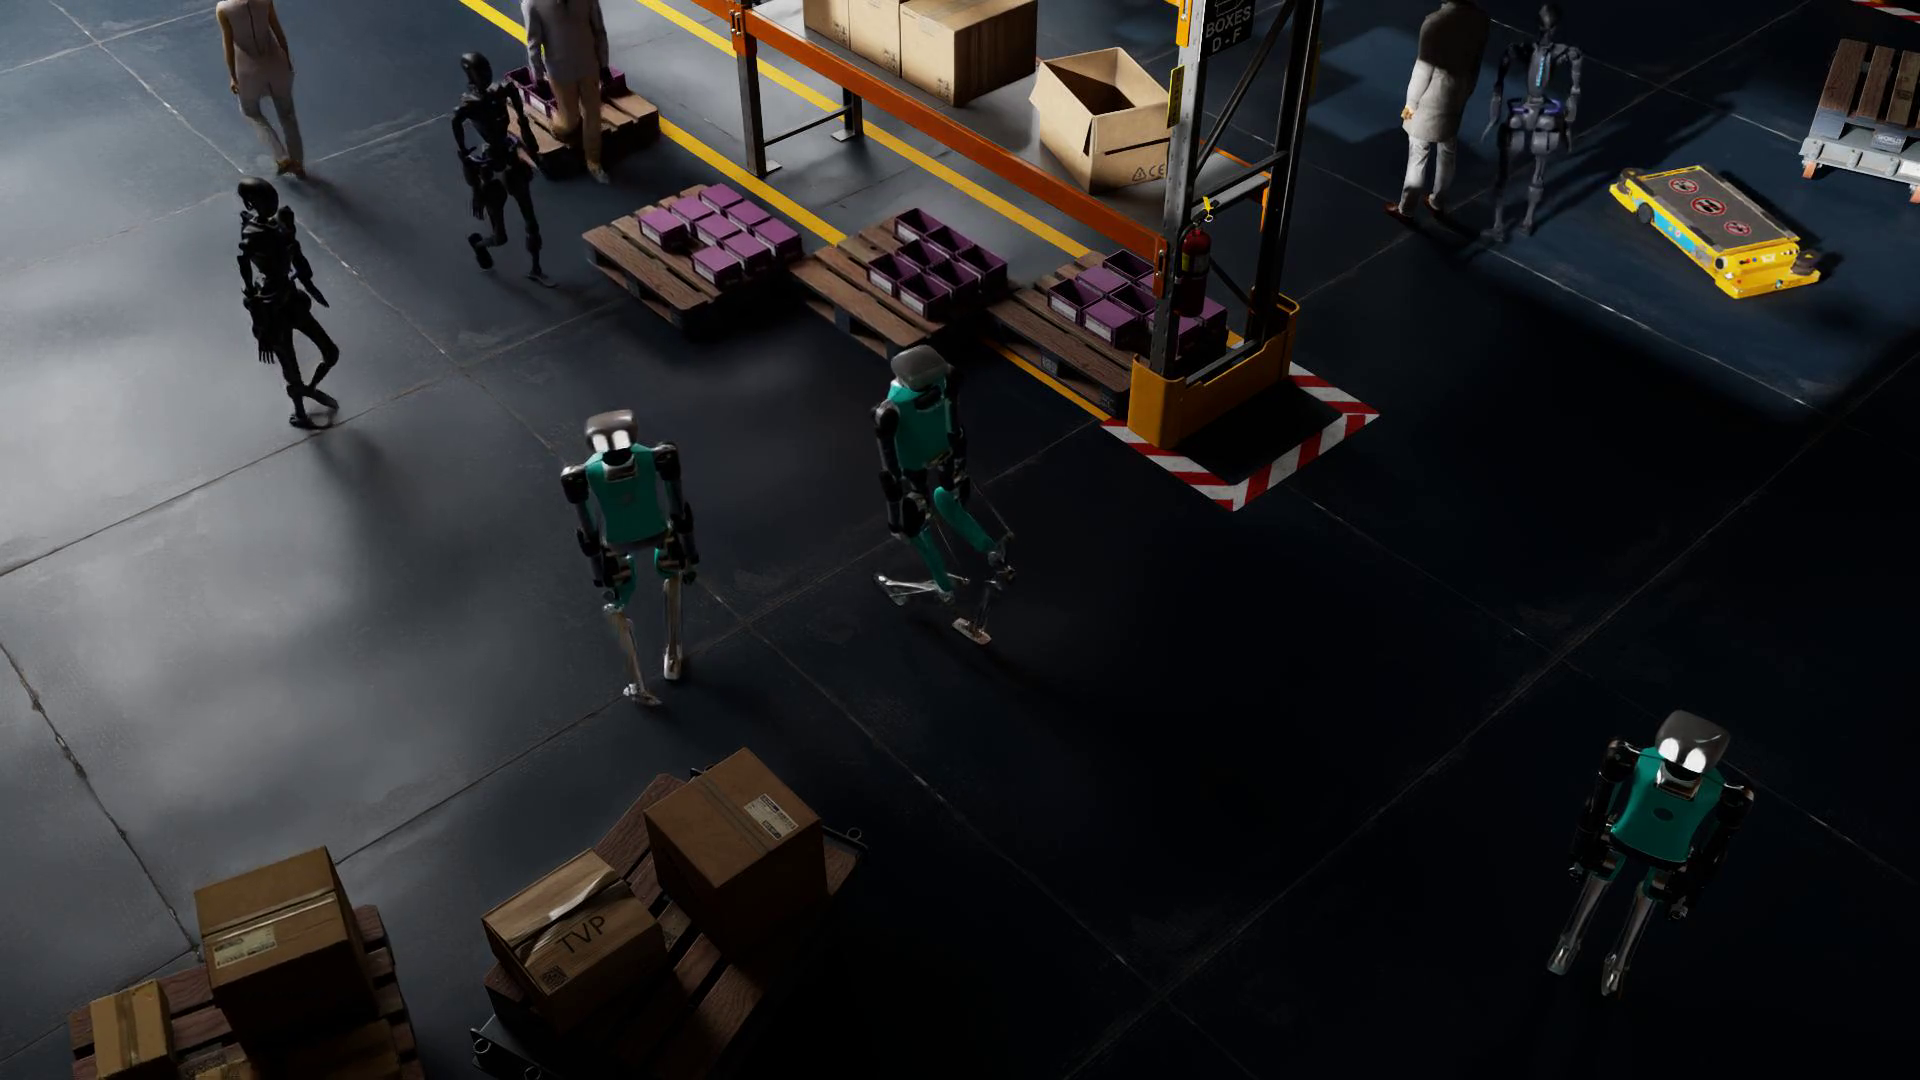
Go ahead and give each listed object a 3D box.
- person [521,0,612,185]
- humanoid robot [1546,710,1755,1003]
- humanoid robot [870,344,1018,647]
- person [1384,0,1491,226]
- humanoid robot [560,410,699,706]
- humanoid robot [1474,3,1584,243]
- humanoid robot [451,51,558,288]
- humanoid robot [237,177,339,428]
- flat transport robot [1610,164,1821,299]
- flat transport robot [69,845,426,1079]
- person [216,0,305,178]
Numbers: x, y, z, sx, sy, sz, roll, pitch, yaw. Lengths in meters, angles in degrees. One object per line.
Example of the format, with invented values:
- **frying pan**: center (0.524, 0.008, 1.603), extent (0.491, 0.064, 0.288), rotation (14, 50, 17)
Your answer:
- **person**: center (-2.740, -3.343, 11.649), extent (0.556, 1.732, 0.504), rotation (-24, 48, -24)
- **humanoid robot**: center (2.751, 1.176, 6.653), extent (0.531, 1.690, 0.710), rotation (21, 47, 22)
- **humanoid robot**: center (-0.063, -0.134, 8.156), extent (1.002, 1.732, 0.547), rotation (34, 52, 31)
- **person**: center (3.218, -2.978, 11.184), extent (0.502, 1.830, 0.365), rotation (-12, 44, -13)
- **humanoid robot**: center (-1.554, 0.006, 7.999), extent (0.563, 1.789, 0.680), rotation (-11, 44, -11)
- **humanoid robot**: center (3.809, -2.772, 11.092), extent (0.591, 1.643, 0.469), rotation (10, 44, 11)
- **humanoid robot**: center (-2.966, -2.394, 10.669), extent (0.571, 1.641, 0.589), rotation (29, 50, 28)
- **humanoid robot**: center (-3.871, -1.337, 9.504), extent (0.345, 1.643, 0.609), rotation (8, 43, 9)
- **flat transport robot**: center (5.182, -2.163, 11.447), extent (0.659, 0.231, 1.431), rotation (-12, 44, -13)
- **flat transport robot**: center (-2.728, 2.297, 6.596), extent (0.659, 0.231, 1.431), rotation (-18, 46, -19)
- **person**: center (-4.912, -3.295, 11.652), extent (0.479, 1.644, 0.362), rotation (-30, 51, -29)
